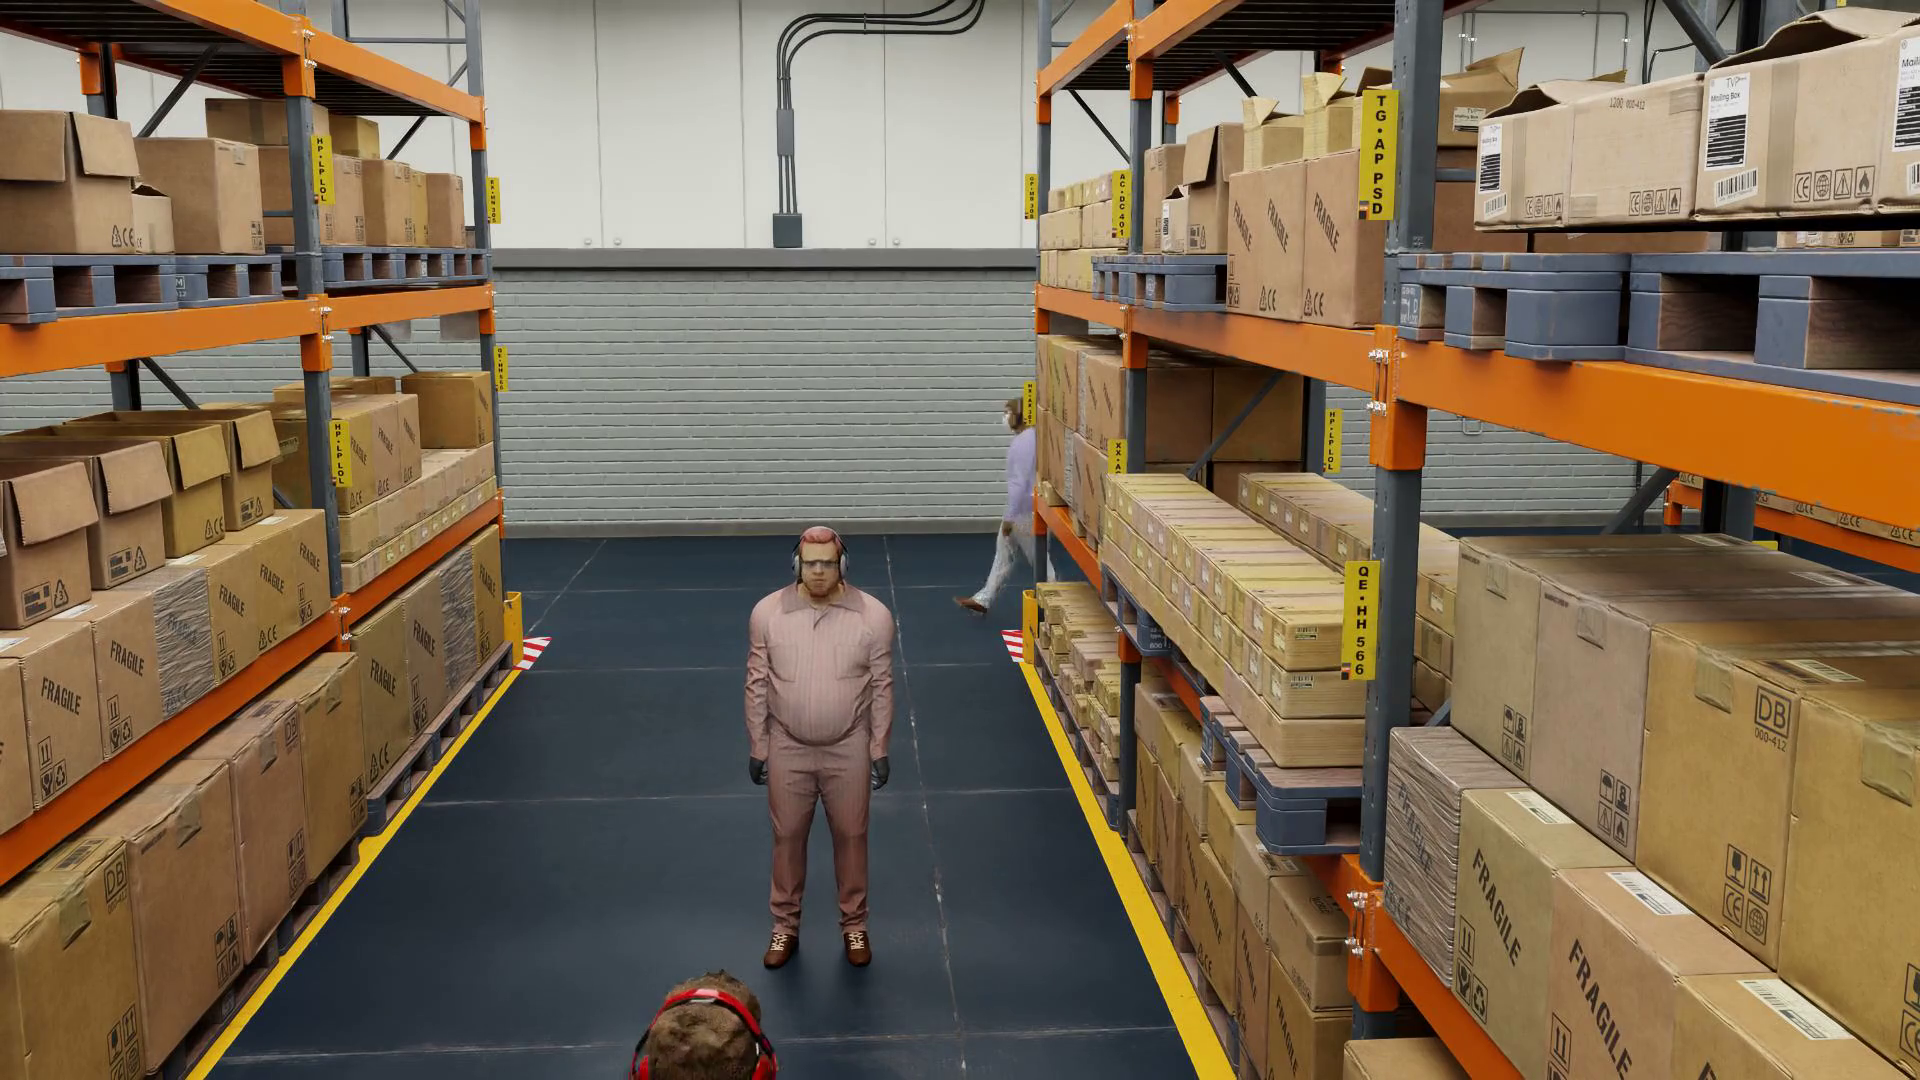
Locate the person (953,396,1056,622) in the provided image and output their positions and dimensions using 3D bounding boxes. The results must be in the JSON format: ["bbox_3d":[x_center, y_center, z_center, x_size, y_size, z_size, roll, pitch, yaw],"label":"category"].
[{"bbox_3d":[0.390,-0.231,13.714,0.957,1.896,0.656,1,10,3],"label":"person"}]

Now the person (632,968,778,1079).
[{"bbox_3d":[-0.421,1.630,2.953,0.596,1.826,0.642,0,10,-1],"label":"person"}]

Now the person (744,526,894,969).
[{"bbox_3d":[-0.601,0.885,7.124,0.643,1.911,0.411,0,10,-2],"label":"person"}]
